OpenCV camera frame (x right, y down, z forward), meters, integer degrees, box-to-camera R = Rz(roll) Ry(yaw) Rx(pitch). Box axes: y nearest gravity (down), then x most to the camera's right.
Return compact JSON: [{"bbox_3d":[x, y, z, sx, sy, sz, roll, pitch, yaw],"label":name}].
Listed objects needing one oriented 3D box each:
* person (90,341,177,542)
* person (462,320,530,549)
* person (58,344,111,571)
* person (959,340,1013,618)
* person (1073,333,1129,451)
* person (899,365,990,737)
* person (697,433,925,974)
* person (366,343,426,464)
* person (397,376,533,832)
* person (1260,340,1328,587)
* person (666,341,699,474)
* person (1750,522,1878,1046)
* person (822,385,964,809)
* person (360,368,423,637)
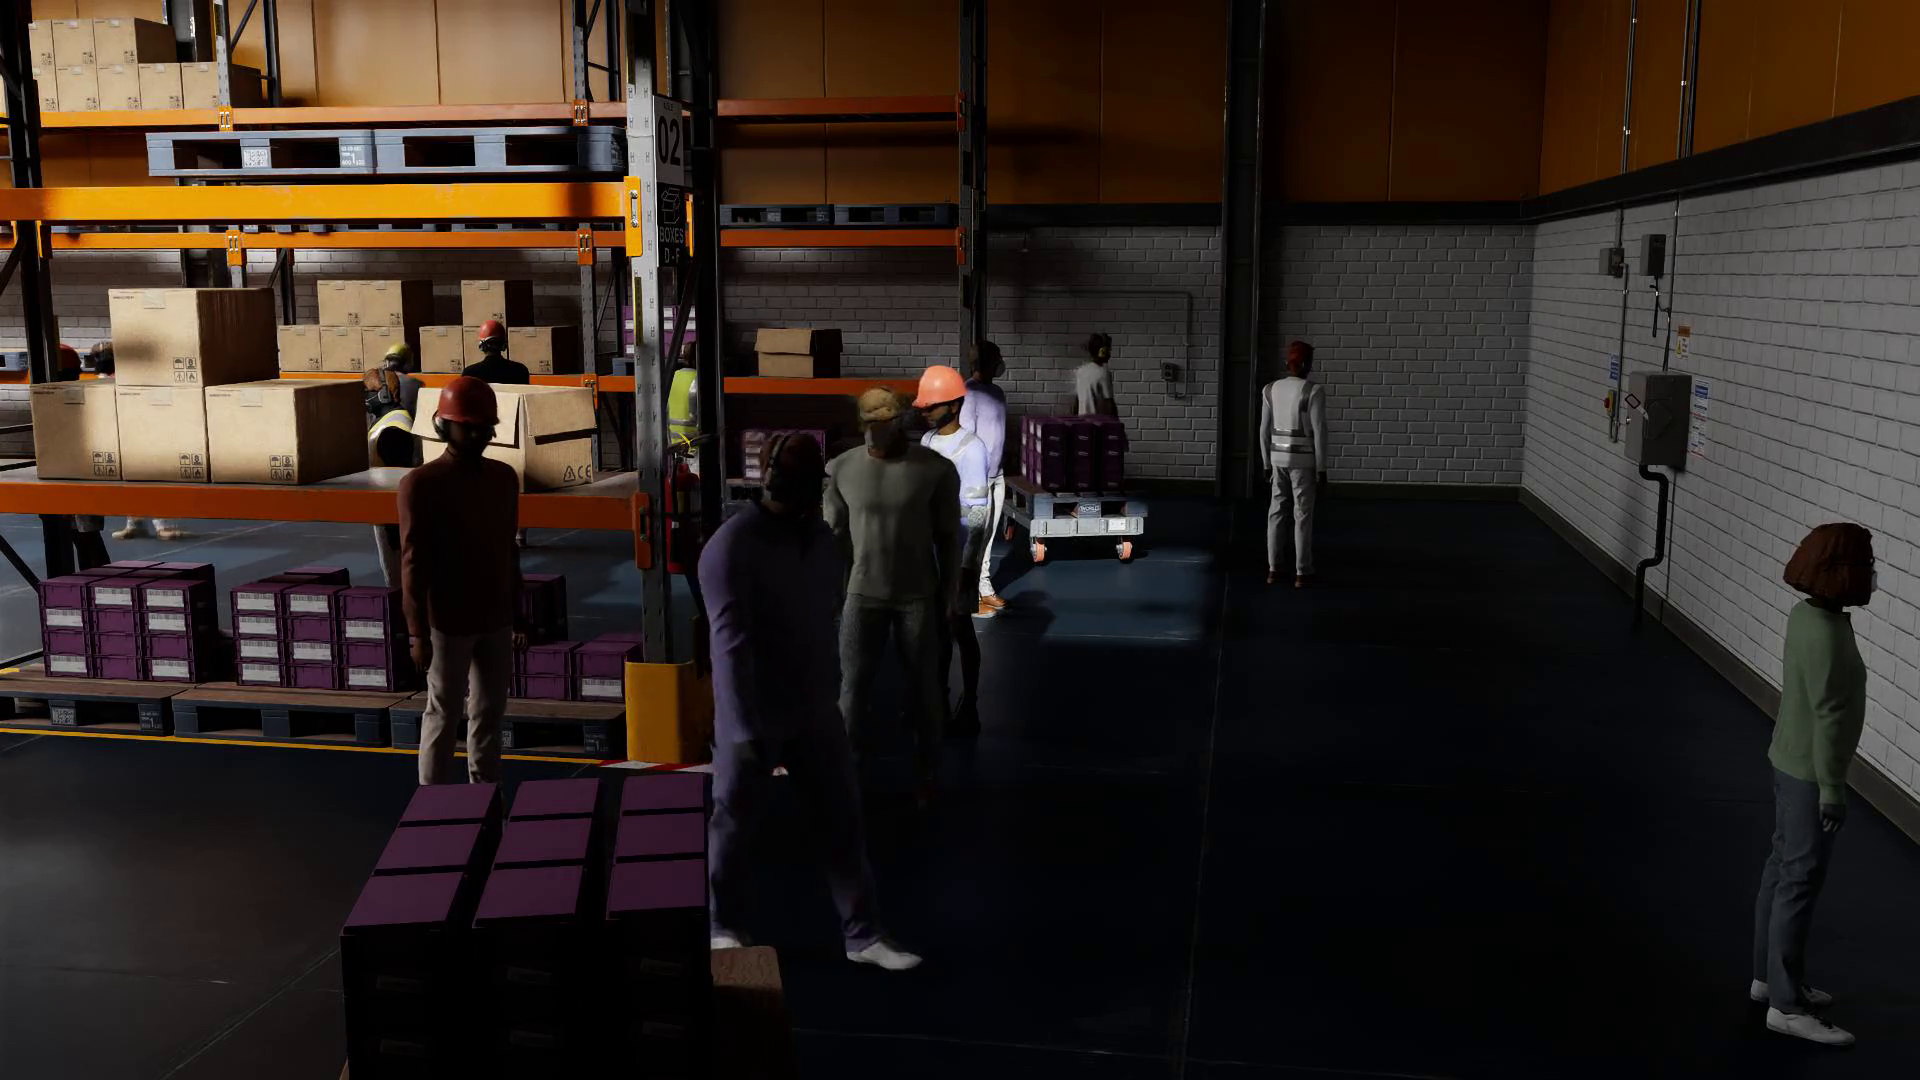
[{"bbox_3d":[-7.411,-0.870,14.865,0.825,1.799,0.432,4,10,25],"label":"person"},{"bbox_3d":[-3.991,-0.890,14.348,0.613,1.994,0.382,-7,11,-37],"label":"person"},{"bbox_3d":[-6.066,-0.380,11.393,0.543,1.928,0.373,9,13,44],"label":"person"},{"bbox_3d":[0.162,-0.435,11.697,0.361,1.939,0.635,4,10,23],"label":"person"},{"bbox_3d":[1.367,-1.006,15.570,0.872,1.834,0.515,-4,10,-24],"label":"person"},{"bbox_3d":[-0.084,0.054,8.685,0.363,1.933,0.543,-7,11,-36],"label":"person"},{"bbox_3d":[-0.535,0.589,5.575,0.889,1.873,0.667,7,12,38],"label":"person"},{"bbox_3d":[-4.942,-0.841,14.697,0.636,1.782,0.453,2,9,11],"label":"person"},{"bbox_3d":[-2.003,0.324,6.824,0.394,1.990,0.618,5,11,31],"label":"person"},{"bbox_3d":[2.573,-0.584,12.782,0.357,1.887,0.573,-9,13,-43],"label":"person"},{"bbox_3d":[-2.213,-0.760,14.028,0.634,1.838,0.429,8,12,40],"label":"person"},{"bbox_3d":[2.721,0.751,5.279,0.279,1.634,0.498,3,10,17],"label":"person"},{"bbox_3d":[-0.303,0.270,7.410,0.653,1.916,0.505,1,9,6],"label":"person"},{"bbox_3d":[-3.494,-0.138,10.199,0.430,1.836,0.618,-3,10,-21],"label":"person"}]
